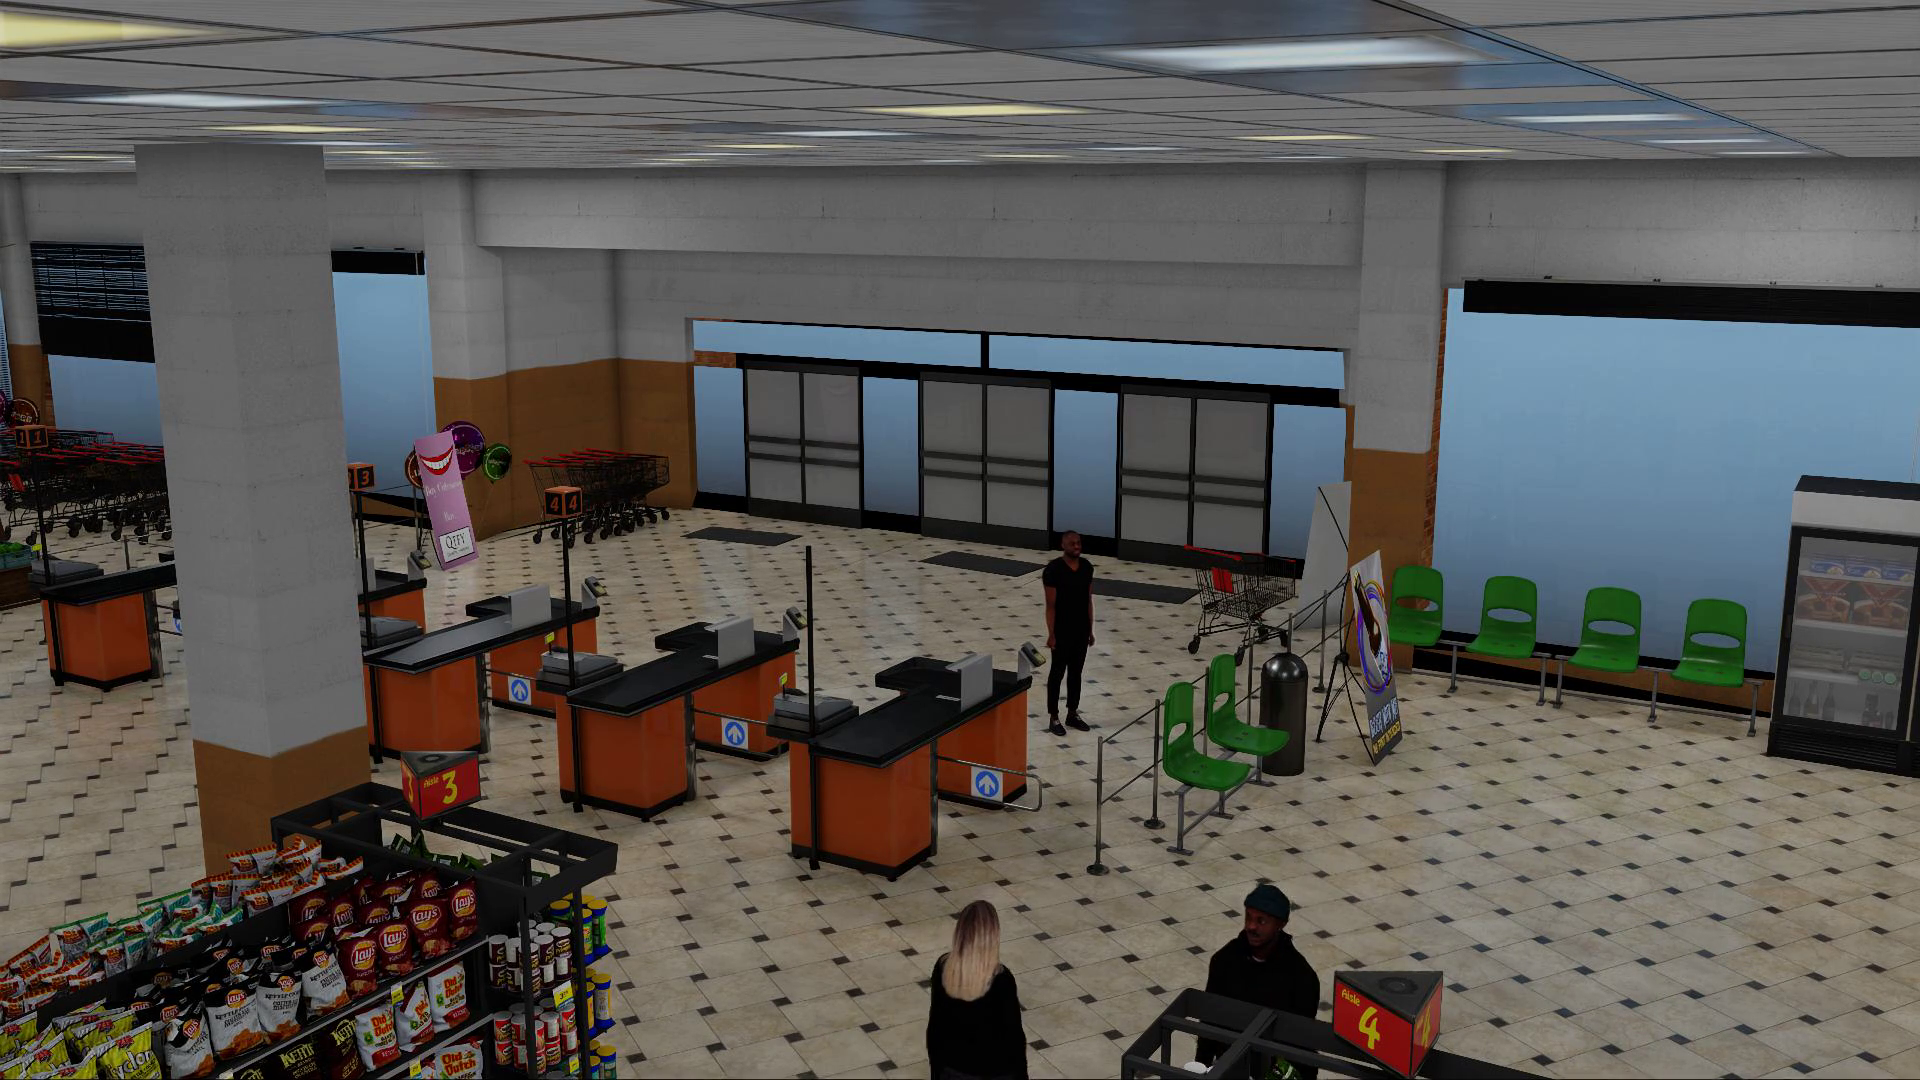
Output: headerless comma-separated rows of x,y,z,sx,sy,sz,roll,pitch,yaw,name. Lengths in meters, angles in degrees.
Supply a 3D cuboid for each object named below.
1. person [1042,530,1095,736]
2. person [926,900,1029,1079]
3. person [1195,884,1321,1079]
0.960,0.800,14.733,0.685,1.820,0.811,-7,14,-30,person
0.032,2.433,7.333,0.617,1.673,0.711,7,14,31,person
1.373,2.370,7.392,0.833,1.774,1.267,10,15,39,person
